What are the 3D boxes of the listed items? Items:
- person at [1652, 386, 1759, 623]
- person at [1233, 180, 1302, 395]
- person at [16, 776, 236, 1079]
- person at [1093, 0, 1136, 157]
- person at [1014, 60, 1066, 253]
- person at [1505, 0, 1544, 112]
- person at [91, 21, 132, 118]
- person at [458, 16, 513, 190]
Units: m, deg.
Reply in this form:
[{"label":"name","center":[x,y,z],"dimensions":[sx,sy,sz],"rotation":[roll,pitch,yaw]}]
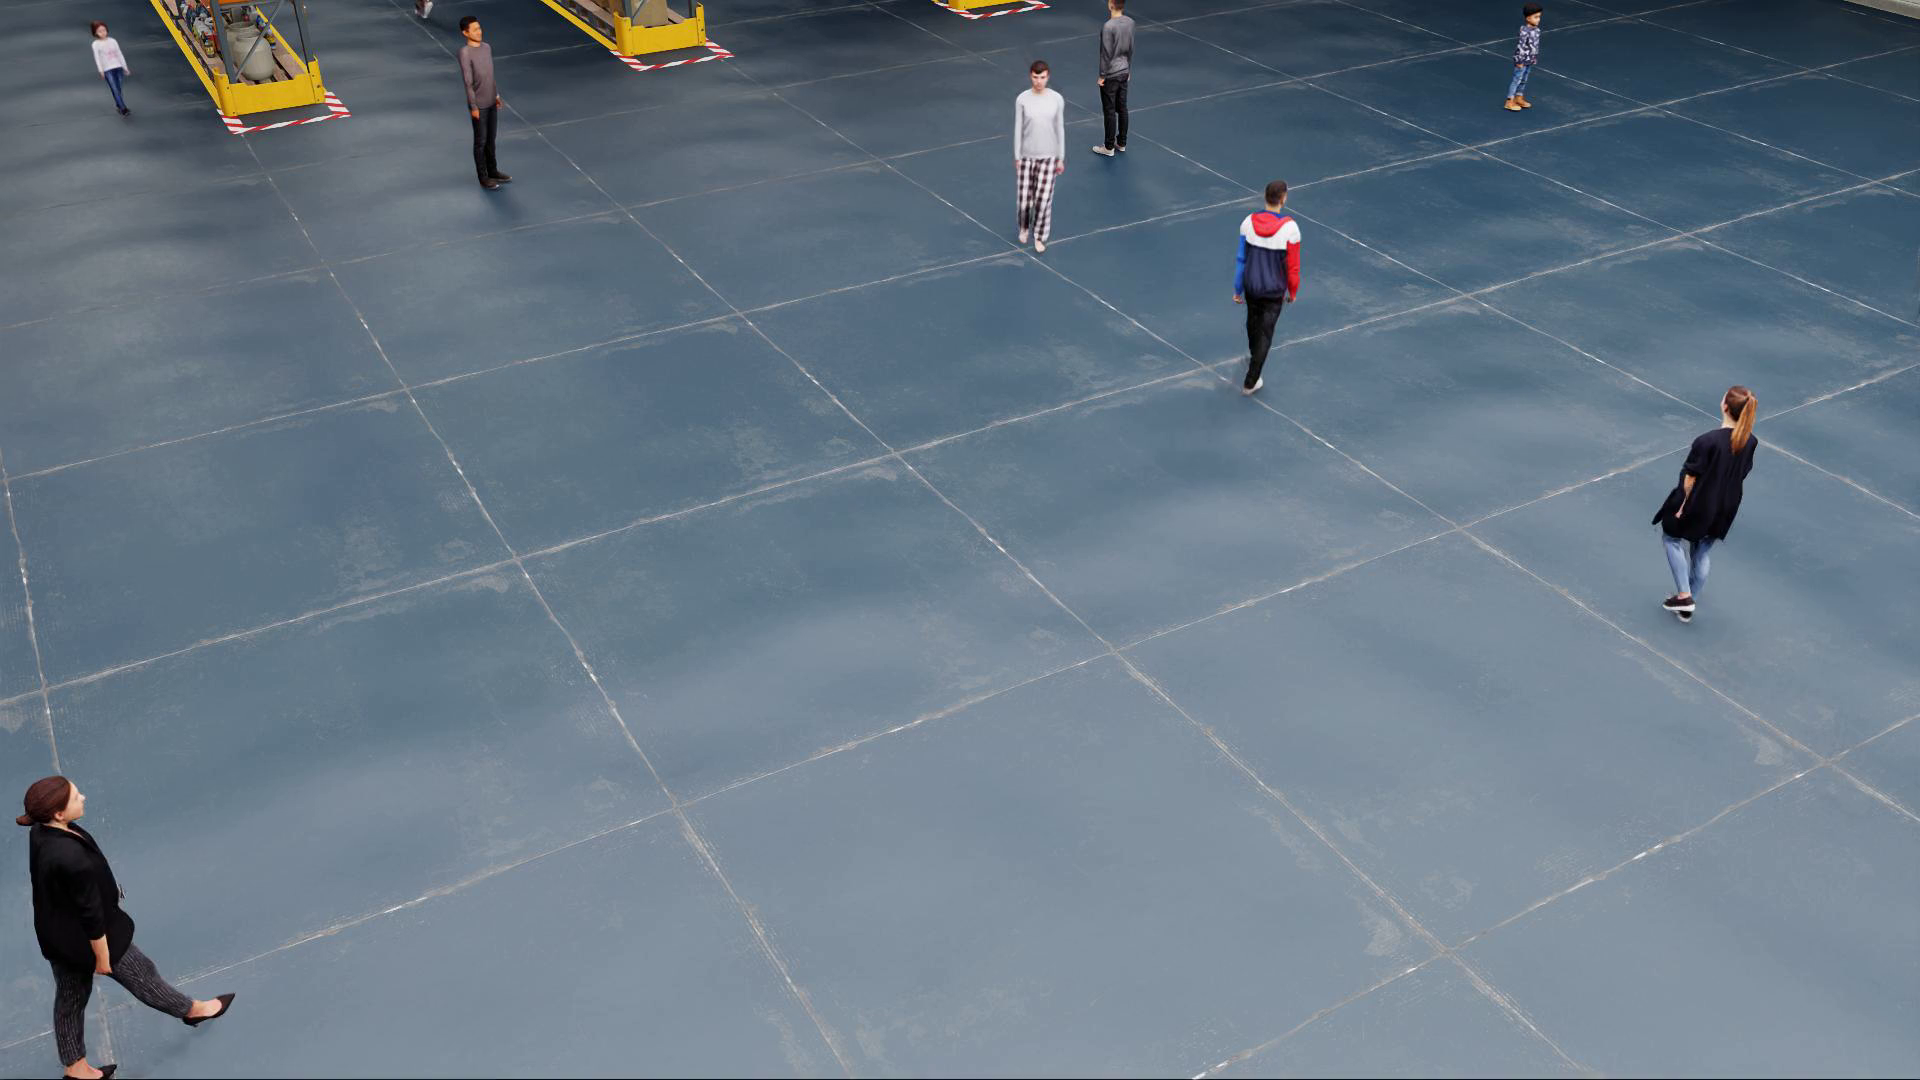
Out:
[{"label":"person","center":[4.762,-0.169,10.514],"dimensions":[0.757,1.673,0.795],"rotation":[-5,33,-7]},{"label":"person","center":[2.420,-1.989,13.354],"dimensions":[1.098,1.722,1.044],"rotation":[15,35,22]},{"label":"person","center":[-3.974,1.806,7.377],"dimensions":[1.056,1.681,0.944],"rotation":[23,39,31]},{"label":"person","center":[1.706,-5.131,18.299],"dimensions":[0.651,1.760,0.596],"rotation":[-24,39,-33]},{"label":"person","center":[0.752,-3.704,15.964],"dimensions":[0.774,1.838,0.830],"rotation":[-1,32,-2]},{"label":"person","center":[6.718,-5.748,19.758],"dimensions":[0.513,1.247,0.505],"rotation":[-23,39,-32]},{"label":"person","center":[-10.042,-5.584,19.650],"dimensions":[0.833,1.085,0.607],"rotation":[25,40,34]},{"label":"person","center":[-5.027,-4.608,17.462],"dimensions":[0.744,1.768,0.718],"rotation":[-21,38,-30]}]
